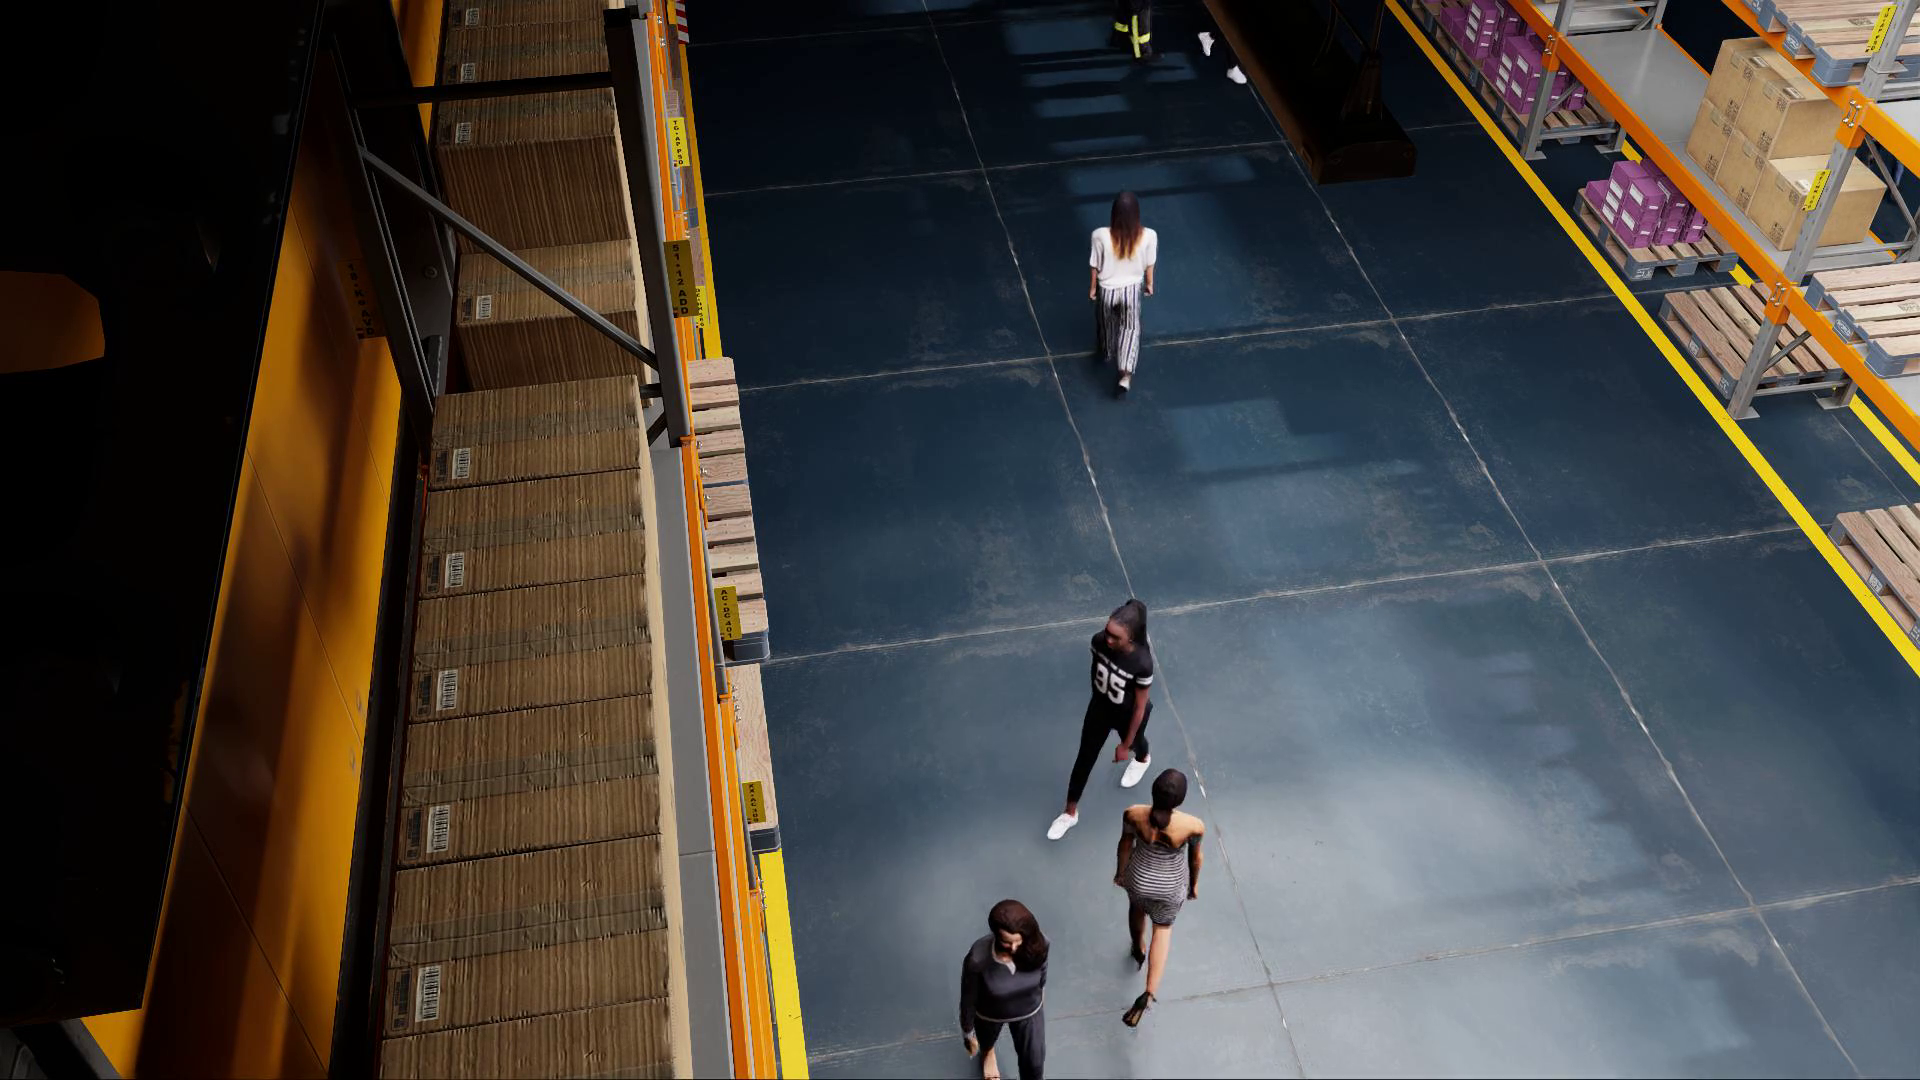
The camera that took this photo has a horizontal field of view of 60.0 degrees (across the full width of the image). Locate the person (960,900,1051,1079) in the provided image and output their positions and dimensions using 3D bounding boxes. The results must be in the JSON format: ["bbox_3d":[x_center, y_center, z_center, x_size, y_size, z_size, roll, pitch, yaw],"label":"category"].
[{"bbox_3d":[0.206,2.323,8.524,0.701,1.729,1.058,-11,45,-11],"label":"person"}]

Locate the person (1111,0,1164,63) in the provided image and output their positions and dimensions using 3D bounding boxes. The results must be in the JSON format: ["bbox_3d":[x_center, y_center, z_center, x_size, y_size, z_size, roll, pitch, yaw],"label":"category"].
[{"bbox_3d":[1.764,-5.877,16.945,0.978,1.986,0.892,7,44,7],"label":"person"}]

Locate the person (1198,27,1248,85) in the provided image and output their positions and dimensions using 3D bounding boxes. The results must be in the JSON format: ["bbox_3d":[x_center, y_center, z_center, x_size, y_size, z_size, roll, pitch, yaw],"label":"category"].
[{"bbox_3d":[2.740,-5.445,16.758,0.893,1.619,1.021,-31,51,-28],"label":"person"}]

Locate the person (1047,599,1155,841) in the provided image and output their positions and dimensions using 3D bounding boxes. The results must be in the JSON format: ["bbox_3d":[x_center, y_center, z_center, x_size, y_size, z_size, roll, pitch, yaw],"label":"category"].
[{"bbox_3d":[1.002,1.007,9.939,1.136,1.683,1.156,28,50,26],"label":"person"}]

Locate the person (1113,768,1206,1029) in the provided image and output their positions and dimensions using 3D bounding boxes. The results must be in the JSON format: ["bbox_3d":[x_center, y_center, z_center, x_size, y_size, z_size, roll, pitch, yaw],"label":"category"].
[{"bbox_3d":[1.029,1.925,8.889,0.862,1.802,1.062,9,44,9],"label":"person"}]

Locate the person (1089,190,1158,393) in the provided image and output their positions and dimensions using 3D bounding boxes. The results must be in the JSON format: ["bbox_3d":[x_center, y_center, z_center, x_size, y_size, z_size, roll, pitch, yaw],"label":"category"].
[{"bbox_3d":[1.255,-1.928,13.042,0.833,1.651,1.125,3,44,3],"label":"person"}]
